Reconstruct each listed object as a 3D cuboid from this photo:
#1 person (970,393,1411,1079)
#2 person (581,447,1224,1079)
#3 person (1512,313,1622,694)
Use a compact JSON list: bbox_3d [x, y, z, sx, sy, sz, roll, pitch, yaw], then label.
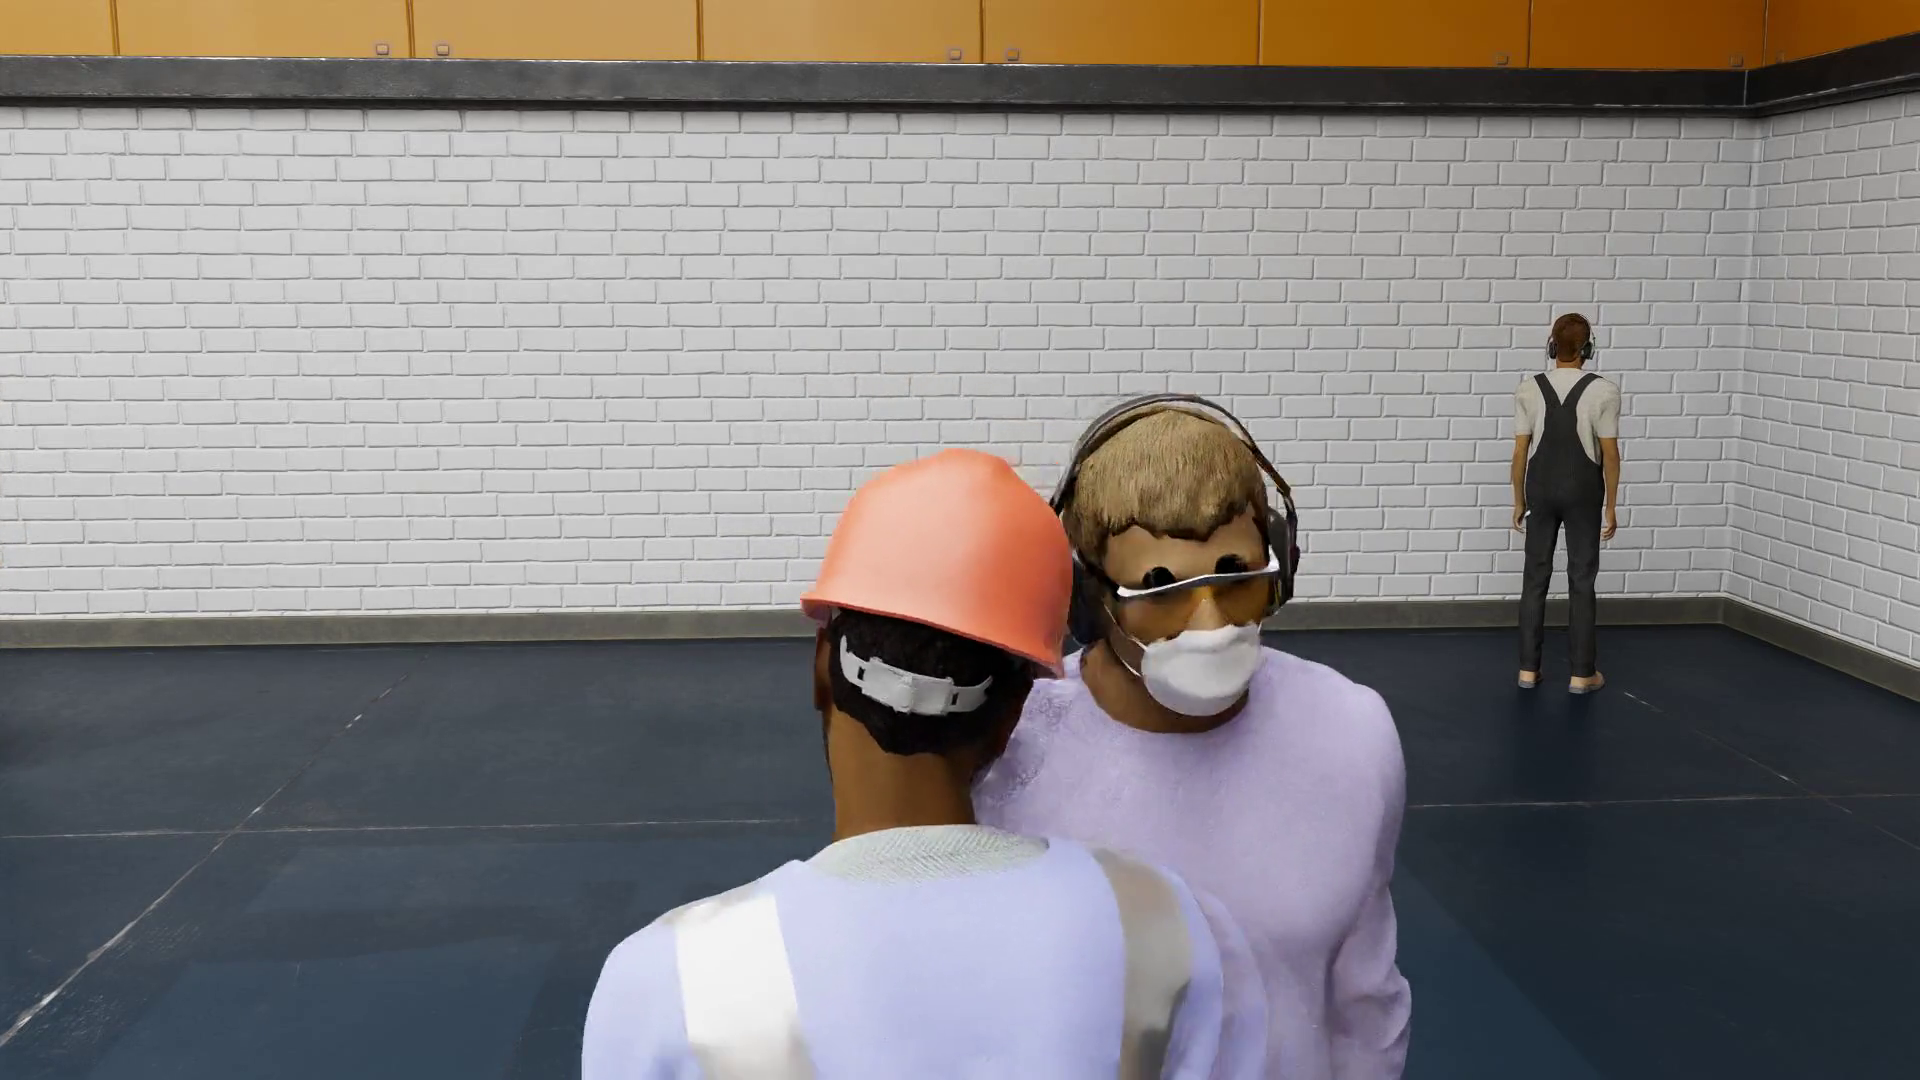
[{"bbox_3d":[0.225,0.804,1.708,0.672,1.909,0.432,-5,10,-28],"label":"person"},{"bbox_3d":[-0.021,0.879,1.356,0.611,1.884,0.868,-4,10,-25],"label":"person"},{"bbox_3d":[2.934,-0.174,8.081,0.506,1.841,0.346,6,11,31],"label":"person"}]
